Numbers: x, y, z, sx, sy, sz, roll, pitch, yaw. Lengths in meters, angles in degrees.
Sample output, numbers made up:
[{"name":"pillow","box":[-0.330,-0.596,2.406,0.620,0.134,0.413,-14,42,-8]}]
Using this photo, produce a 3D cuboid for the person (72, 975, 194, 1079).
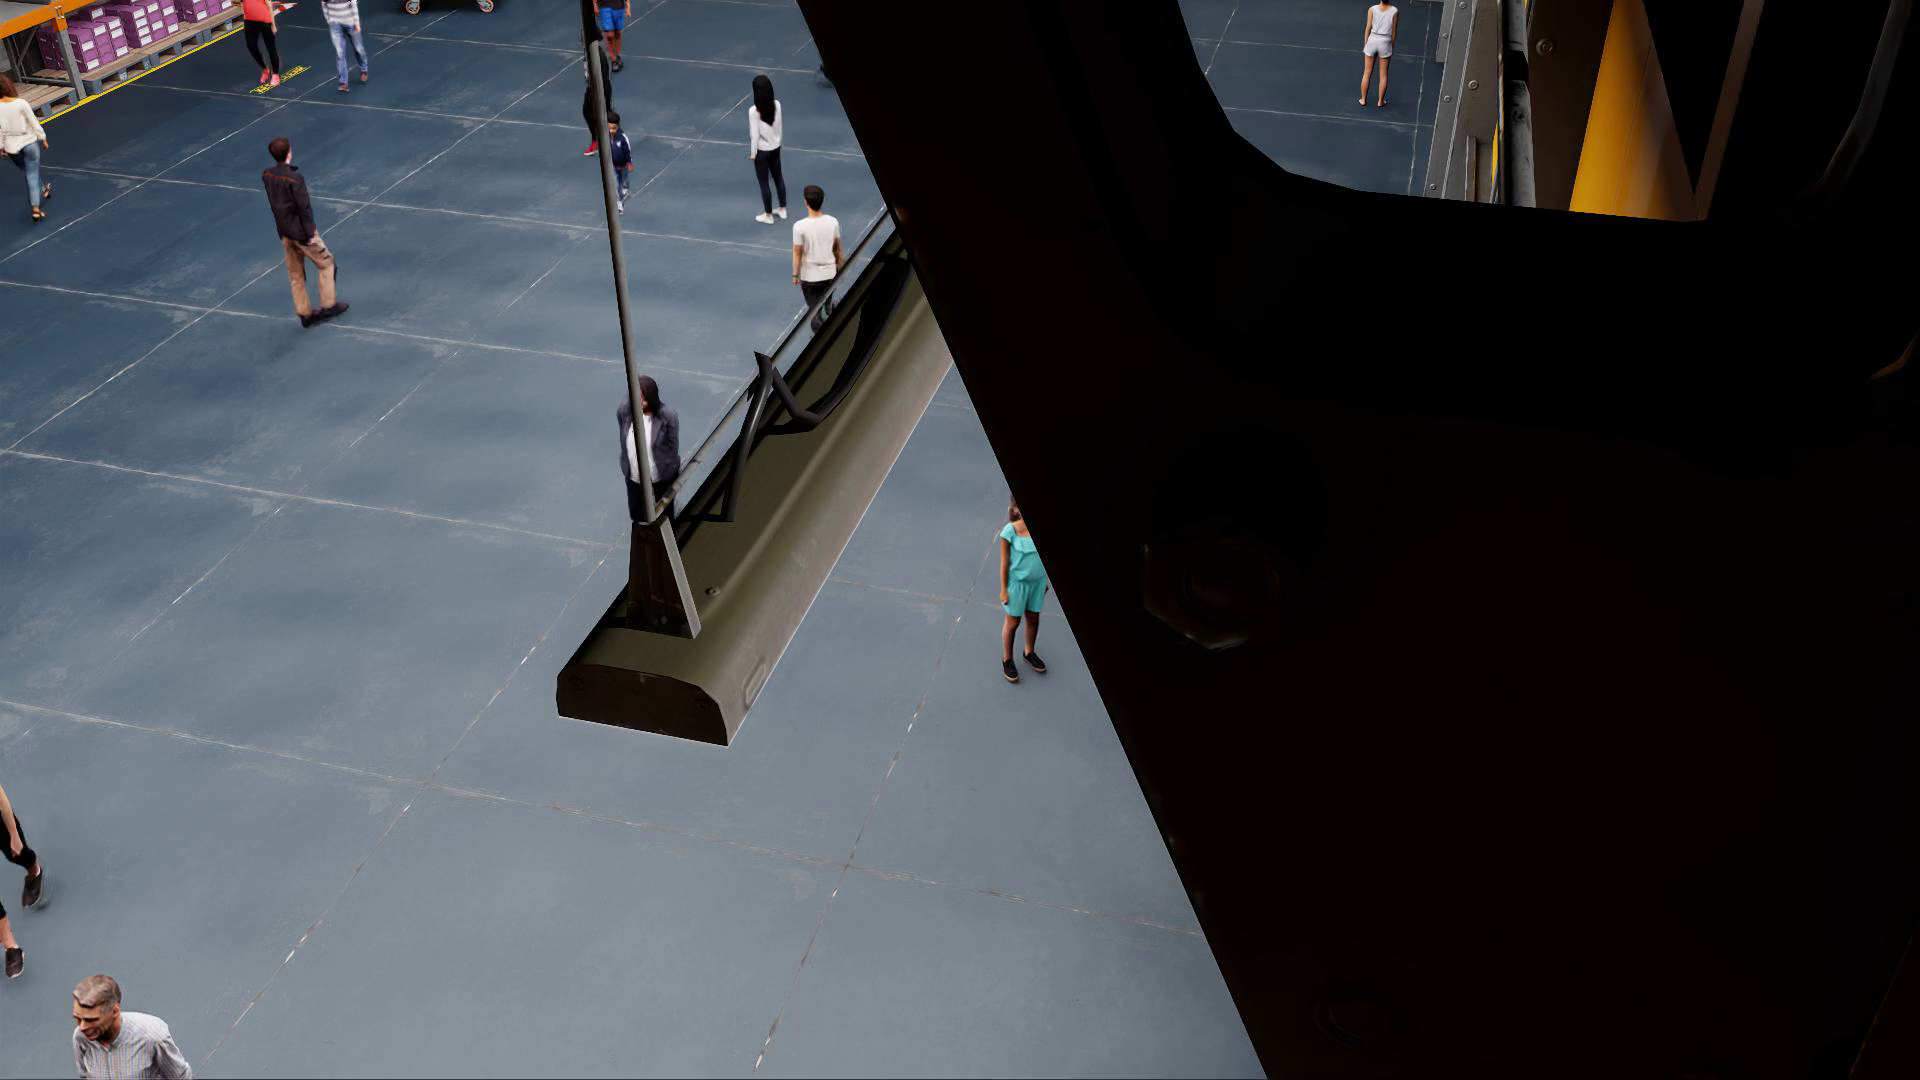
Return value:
[{"name":"person","box":[-3.901,2.736,7.990,0.703,1.819,0.631,1,34,2]}]

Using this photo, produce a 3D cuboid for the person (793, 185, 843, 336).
[{"name":"person","box":[-1.343,-2.560,16.057,0.794,1.711,0.853,-17,37,-24]}]

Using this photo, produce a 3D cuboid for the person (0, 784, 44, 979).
[{"name":"person","box":[-5.686,1.659,9.727,1.036,1.690,1.163,-11,35,-16]}]

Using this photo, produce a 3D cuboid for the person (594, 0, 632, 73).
[{"name":"person","box":[-4.954,-7.581,23.558,0.882,1.769,0.973,-12,35,-17]}]

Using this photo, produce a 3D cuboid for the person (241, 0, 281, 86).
[{"name":"person","box":[-9.651,-7.173,23.018,0.673,1.687,0.644,2,34,3]}]

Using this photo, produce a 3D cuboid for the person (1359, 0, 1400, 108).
[{"name":"person","box":[5.612,-6.622,22.261,0.562,1.607,0.528,9,35,14]}]

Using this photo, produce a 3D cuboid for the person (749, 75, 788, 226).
[{"name":"person","box":[-2.191,-4.440,18.895,0.757,1.700,0.631,26,41,33]}]

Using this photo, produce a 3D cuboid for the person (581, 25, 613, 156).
[{"name":"person","box":[-4.427,-5.608,20.687,0.829,1.660,0.773,-27,42,-34]}]

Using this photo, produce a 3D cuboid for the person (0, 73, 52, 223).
[{"name":"person","box":[-10.704,-4.436,18.937,0.849,1.646,1.124,-3,34,-5]}]

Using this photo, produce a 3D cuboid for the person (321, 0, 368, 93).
[{"name":"person","box":[-8.429,-7.127,22.847,0.946,1.799,1.265,-3,34,-4]}]

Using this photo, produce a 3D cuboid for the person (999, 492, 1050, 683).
[{"name":"person","box":[0.461,0.290,11.907,0.646,1.557,0.698,-15,36,-21]}]

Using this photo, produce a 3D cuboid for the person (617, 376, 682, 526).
[{"name":"person","box":[-2.437,-0.620,13.248,0.717,1.588,0.718,3,34,4]}]

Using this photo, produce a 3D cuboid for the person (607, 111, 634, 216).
[{"name":"person","box":[-3.987,-4.410,19.308,0.674,1.191,0.855,-2,34,-3]}]

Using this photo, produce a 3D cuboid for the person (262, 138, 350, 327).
[{"name":"person","box":[-6.663,-3.031,16.585,0.695,1.909,0.751,9,35,13]}]
